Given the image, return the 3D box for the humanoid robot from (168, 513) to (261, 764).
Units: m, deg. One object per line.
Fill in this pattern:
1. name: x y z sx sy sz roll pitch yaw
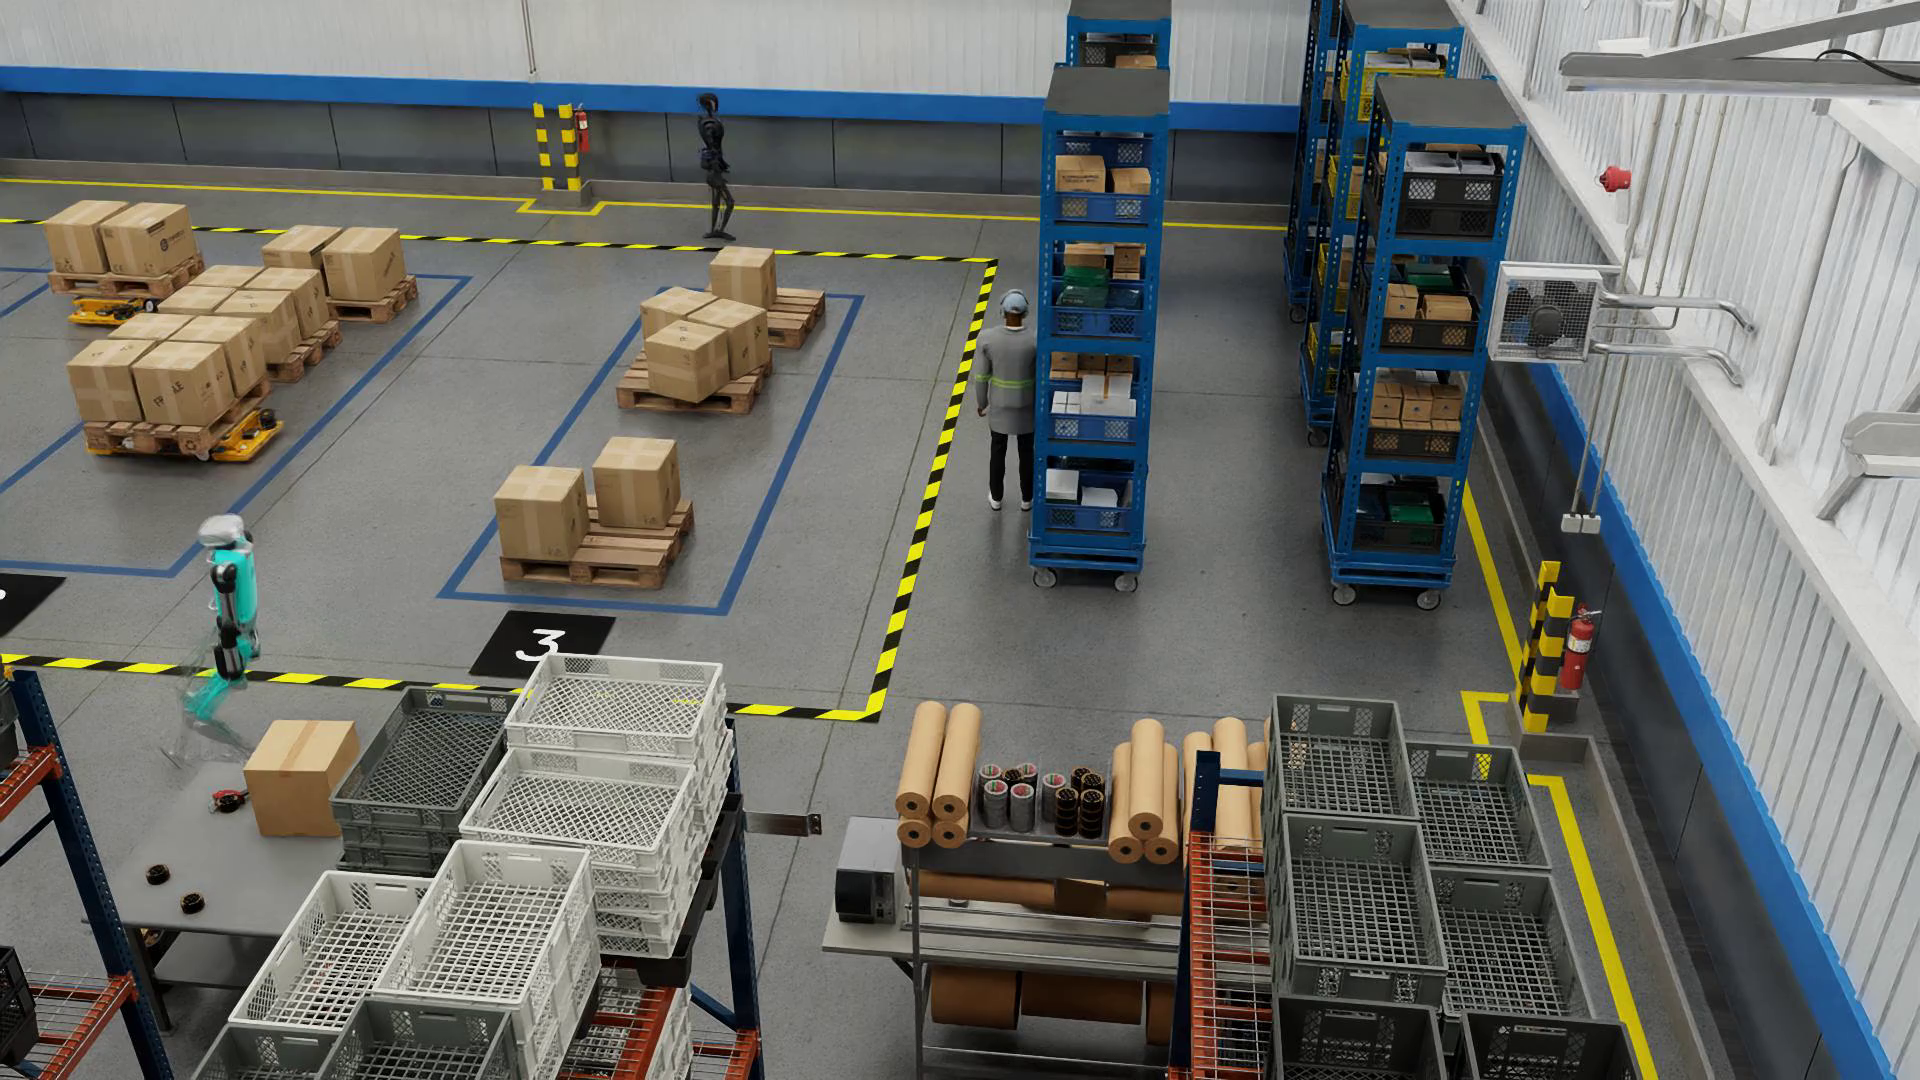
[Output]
1. humanoid robot: -4.517 0.633 10.004 0.736 1.687 0.534 -5 31 -8

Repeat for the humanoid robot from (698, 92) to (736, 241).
1. humanoid robot: -2.673 -4.116 18.344 0.458 1.651 0.585 -2 30 -4

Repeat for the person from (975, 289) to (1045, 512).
1. person: 0.418 -1.090 12.971 0.596 1.851 0.384 3 30 5

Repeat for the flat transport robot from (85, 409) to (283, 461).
1. flat transport robot: -6.653 -0.940 14.260 1.431 0.197 0.652 3 30 6

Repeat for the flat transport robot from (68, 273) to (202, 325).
1. flat transport robot: -8.458 -2.572 17.064 0.652 0.197 1.431 3 30 6

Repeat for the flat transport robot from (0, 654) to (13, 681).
1. flat transport robot: -7.142 0.969 11.010 1.431 0.231 0.659 3 30 6
